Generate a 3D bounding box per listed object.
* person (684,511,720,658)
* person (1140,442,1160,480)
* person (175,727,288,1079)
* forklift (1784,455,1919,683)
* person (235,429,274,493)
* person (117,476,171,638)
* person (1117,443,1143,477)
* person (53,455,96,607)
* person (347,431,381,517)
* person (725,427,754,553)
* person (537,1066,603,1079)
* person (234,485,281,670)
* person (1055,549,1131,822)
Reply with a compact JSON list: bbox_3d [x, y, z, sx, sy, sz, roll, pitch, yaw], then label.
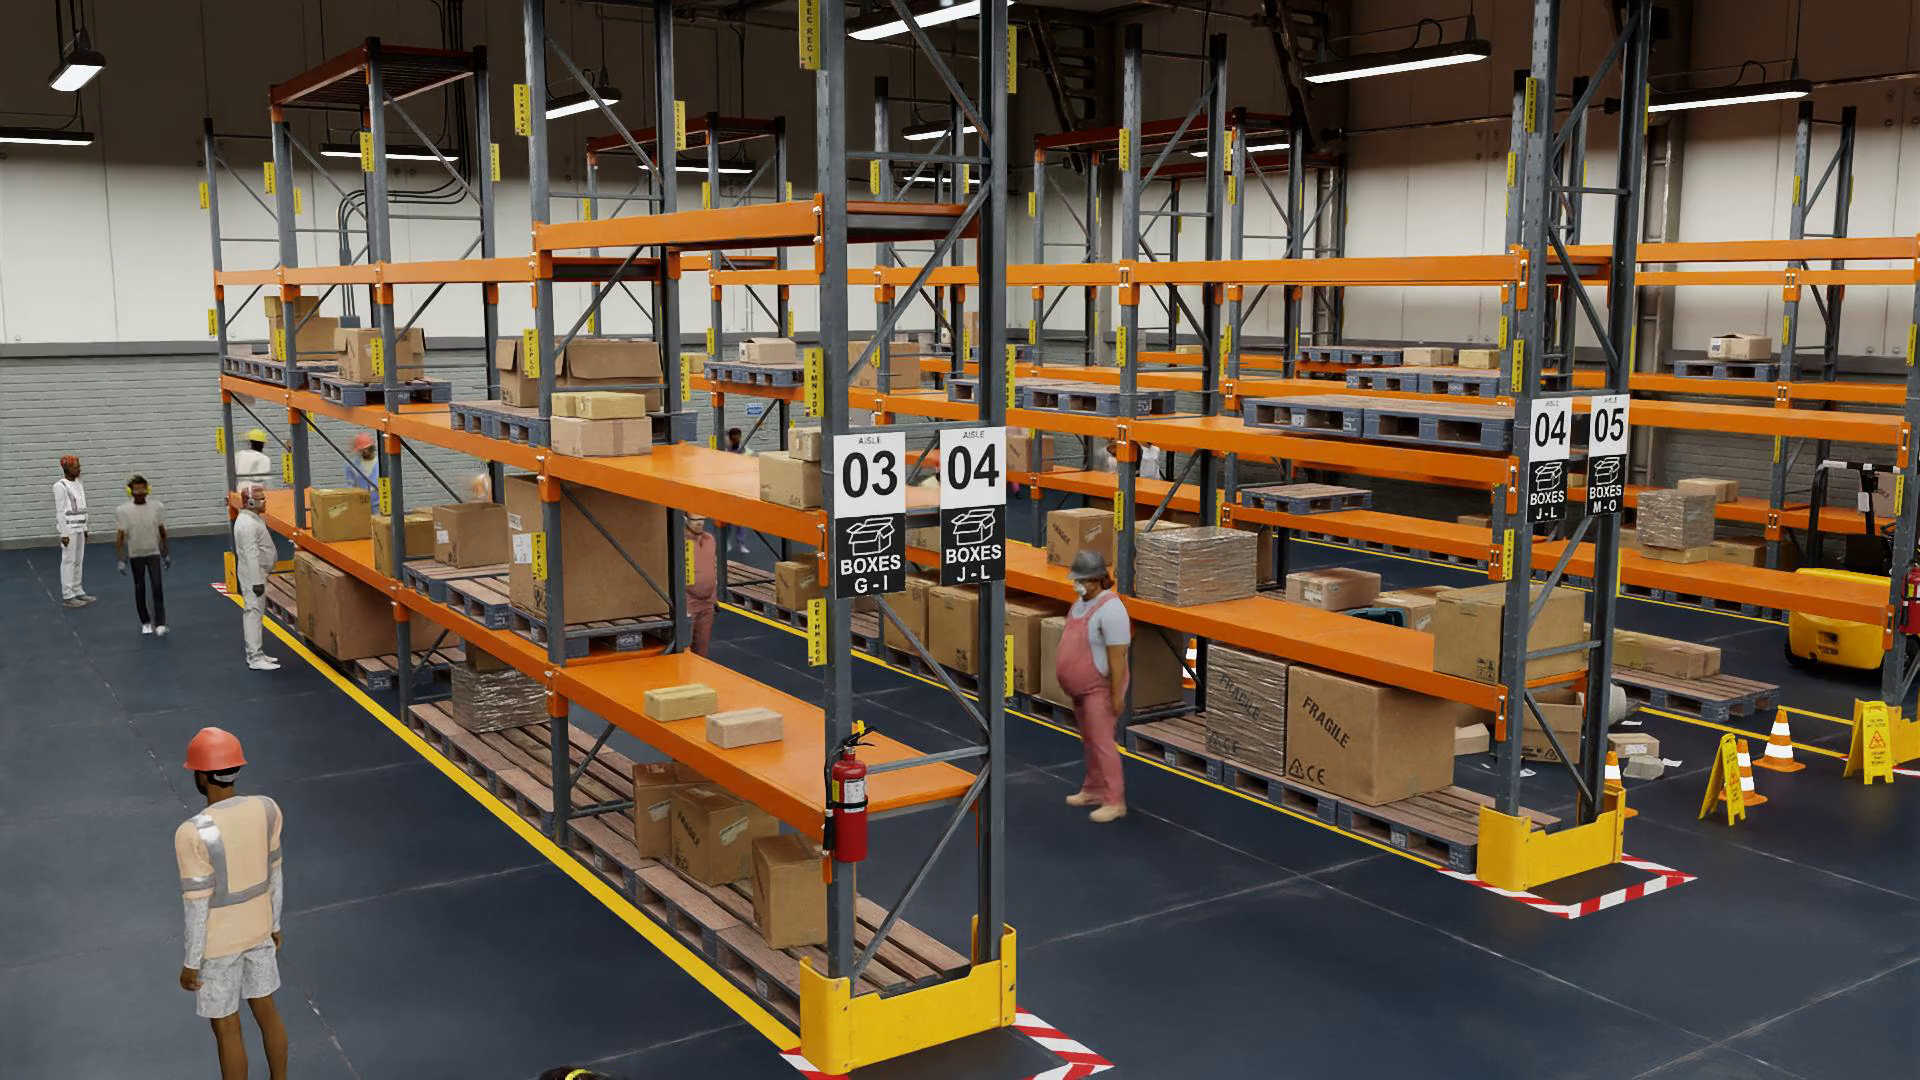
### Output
[{"bbox_3d":[-2.523,0.595,15.851,0.401,1.904,0.648,6,10,35],"label":"person"},{"bbox_3d":[2.980,-0.929,26.461,0.530,1.767,0.328,-5,10,-32],"label":"person"},{"bbox_3d":[-3.366,1.811,7.647,0.374,1.935,0.552,4,9,24],"label":"person"},{"bbox_3d":[9.643,0.253,17.172,2.313,2.155,1.214,-6,10,-33],"label":"forklift"},{"bbox_3d":[-10.296,-0.678,24.381,0.618,1.882,0.846,4,9,24],"label":"person"},{"bbox_3d":[-9.159,0.202,18.700,0.560,1.827,0.951,-5,10,-32],"label":"person"},{"bbox_3d":[2.450,-0.771,24.484,0.377,2.041,0.616,5,10,30],"label":"person"},{"bbox_3d":[-11.023,-0.119,20.670,0.337,1.882,0.585,-1,9,-4],"label":"person"},{"bbox_3d":[-7.940,-0.466,22.487,0.641,2.033,0.443,-2,9,-11],"label":"person"},{"bbox_3d":[-3.322,-0.735,24.747,0.606,1.901,0.443,-6,10,-35],"label":"person"},{"bbox_3d":[-1.016,2.328,4.621,0.998,1.815,0.558,3,9,22],"label":"person"},{"bbox_3d":[-7.280,0.385,17.240,0.403,1.911,0.637,-4,9,-23],"label":"person"},{"bbox_3d":[0.966,1.049,12.374,0.537,2.000,0.722,-3,9,-18],"label":"person"}]
